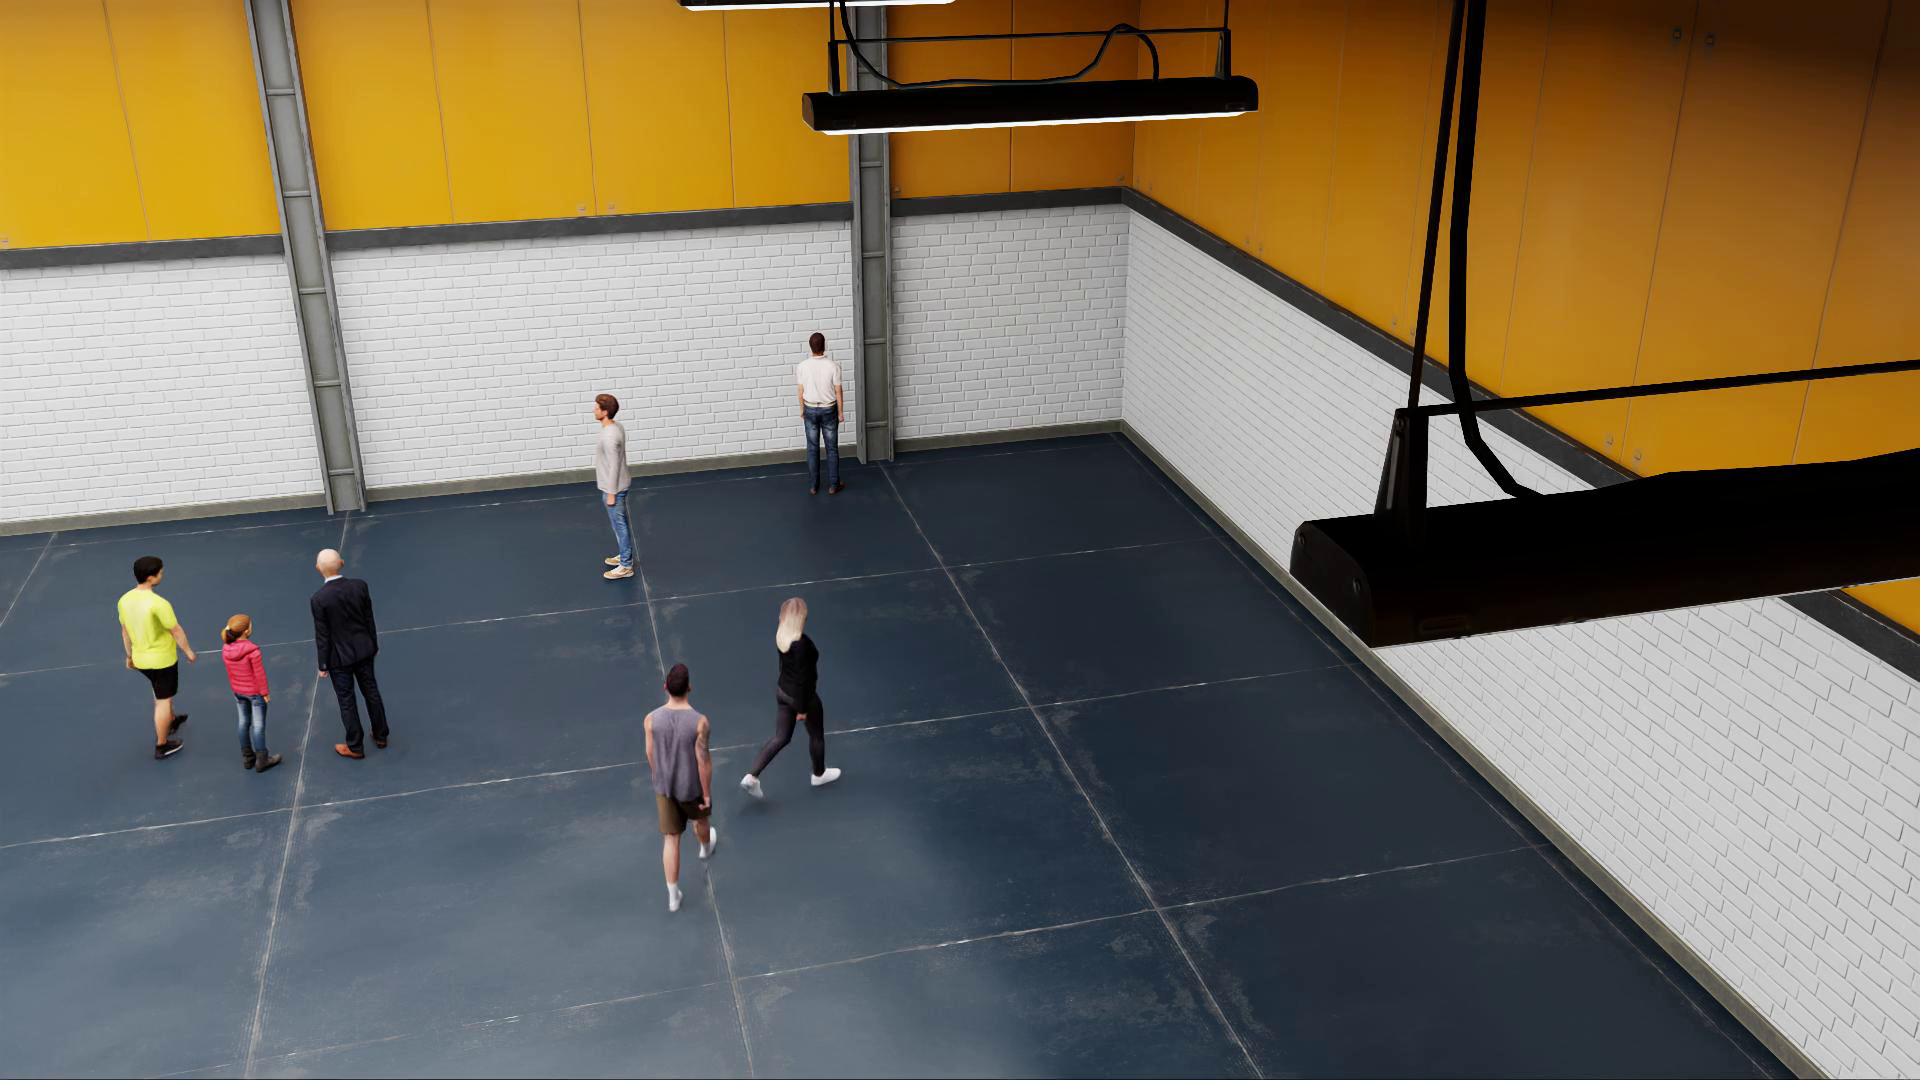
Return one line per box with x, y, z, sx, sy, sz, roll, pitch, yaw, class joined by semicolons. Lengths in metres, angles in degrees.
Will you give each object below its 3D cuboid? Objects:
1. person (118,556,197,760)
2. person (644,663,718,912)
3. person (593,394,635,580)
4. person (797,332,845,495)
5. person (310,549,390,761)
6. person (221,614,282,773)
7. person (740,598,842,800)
-6.518;0.972;13.354;0.905;1.677;0.931;8;25;17;person
-1.984;1.773;11.620;1.146;1.794;0.916;0;24;0;person
-3.428;-0.550;16.551;0.642;1.904;0.699;-2;24;-5;person
-1.562;-1.419;18.600;0.636;1.856;0.792;2;24;4;person
-4.909;0.905;13.356;0.823;1.798;0.713;20;30;38;person
-5.677;1.217;13.252;0.571;1.310;0.645;9;25;20;person
-1.338;1.254;12.738;1.180;1.654;0.869;-16;28;-33;person
